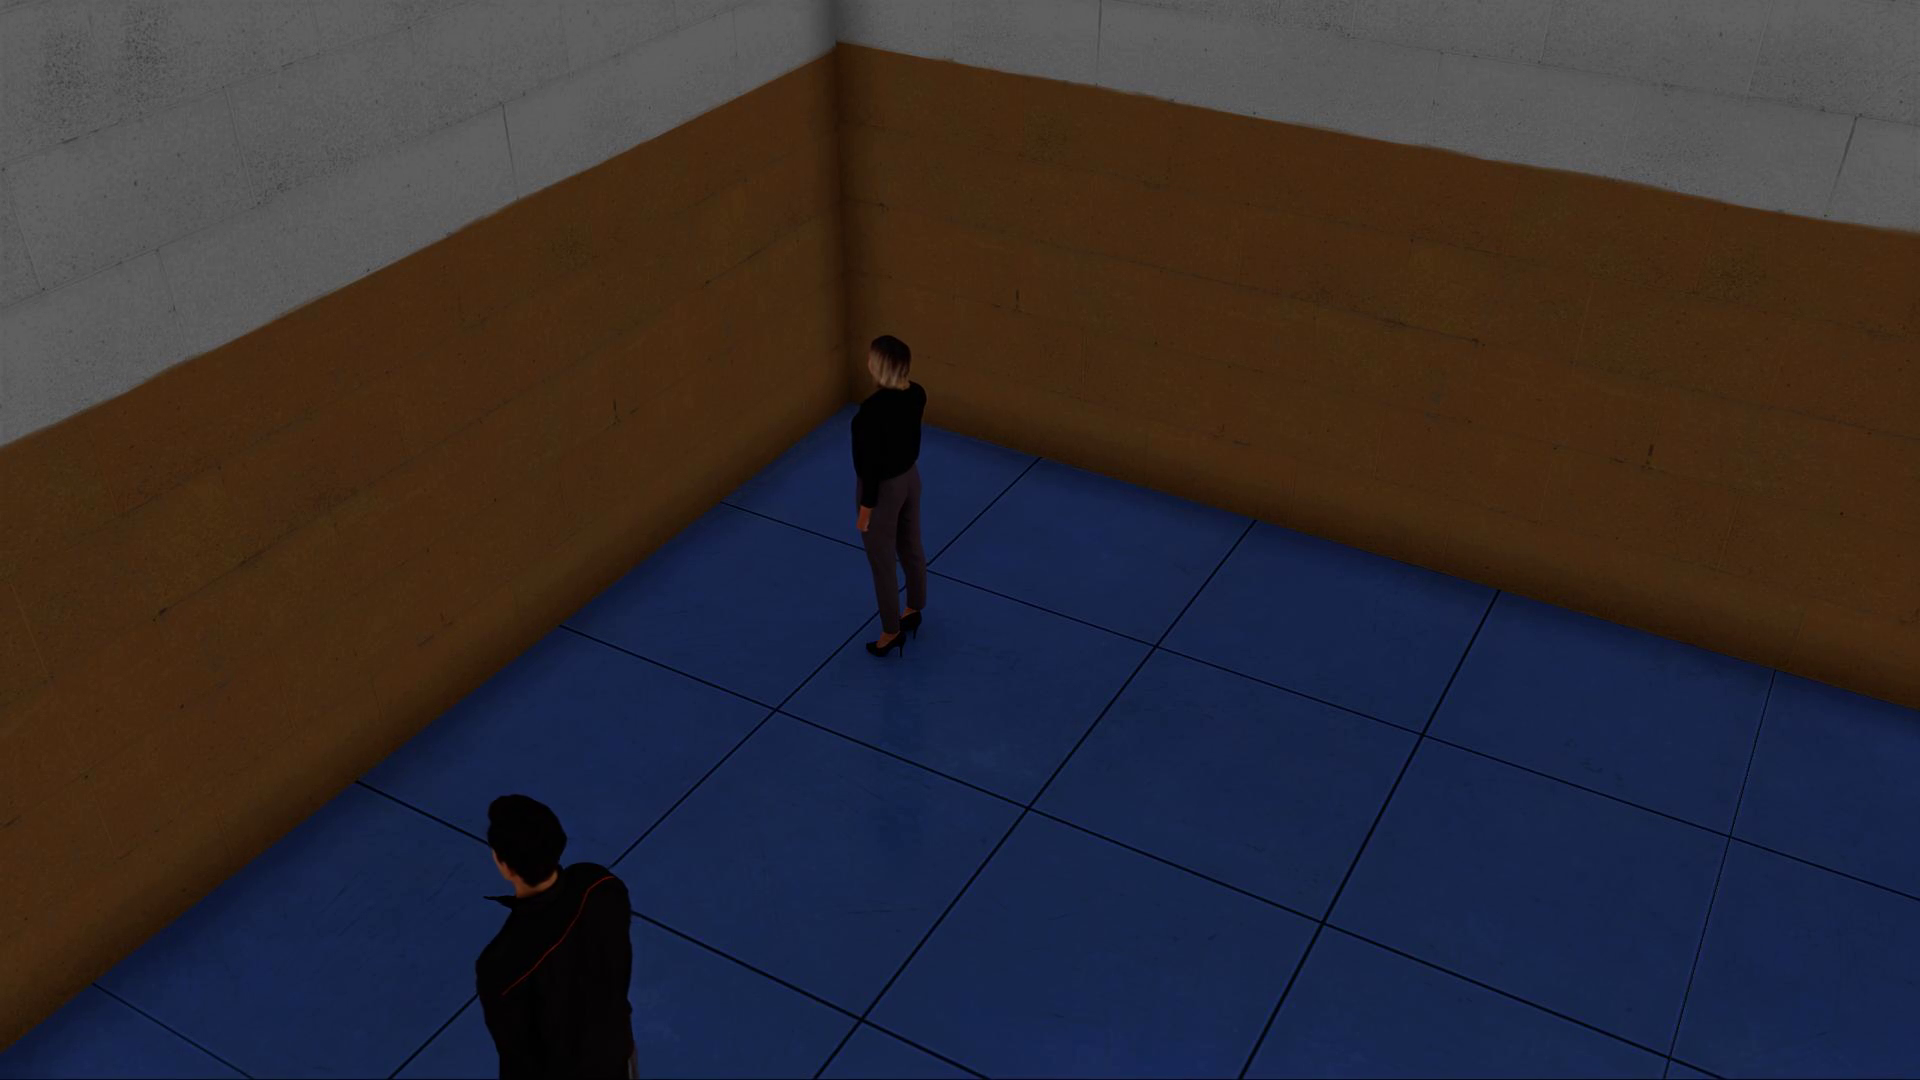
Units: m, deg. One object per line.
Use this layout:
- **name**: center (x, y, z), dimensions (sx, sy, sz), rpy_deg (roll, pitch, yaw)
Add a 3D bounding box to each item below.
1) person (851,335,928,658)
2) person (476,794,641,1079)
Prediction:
- **person**: center (-0.315, -0.189, 7.731), dimensions (0.664, 1.671, 0.469), rpy_deg (20, 38, 27)
- **person**: center (-1.139, 1.520, 4.915), dimensions (0.762, 1.945, 0.531), rpy_deg (16, 37, 22)
